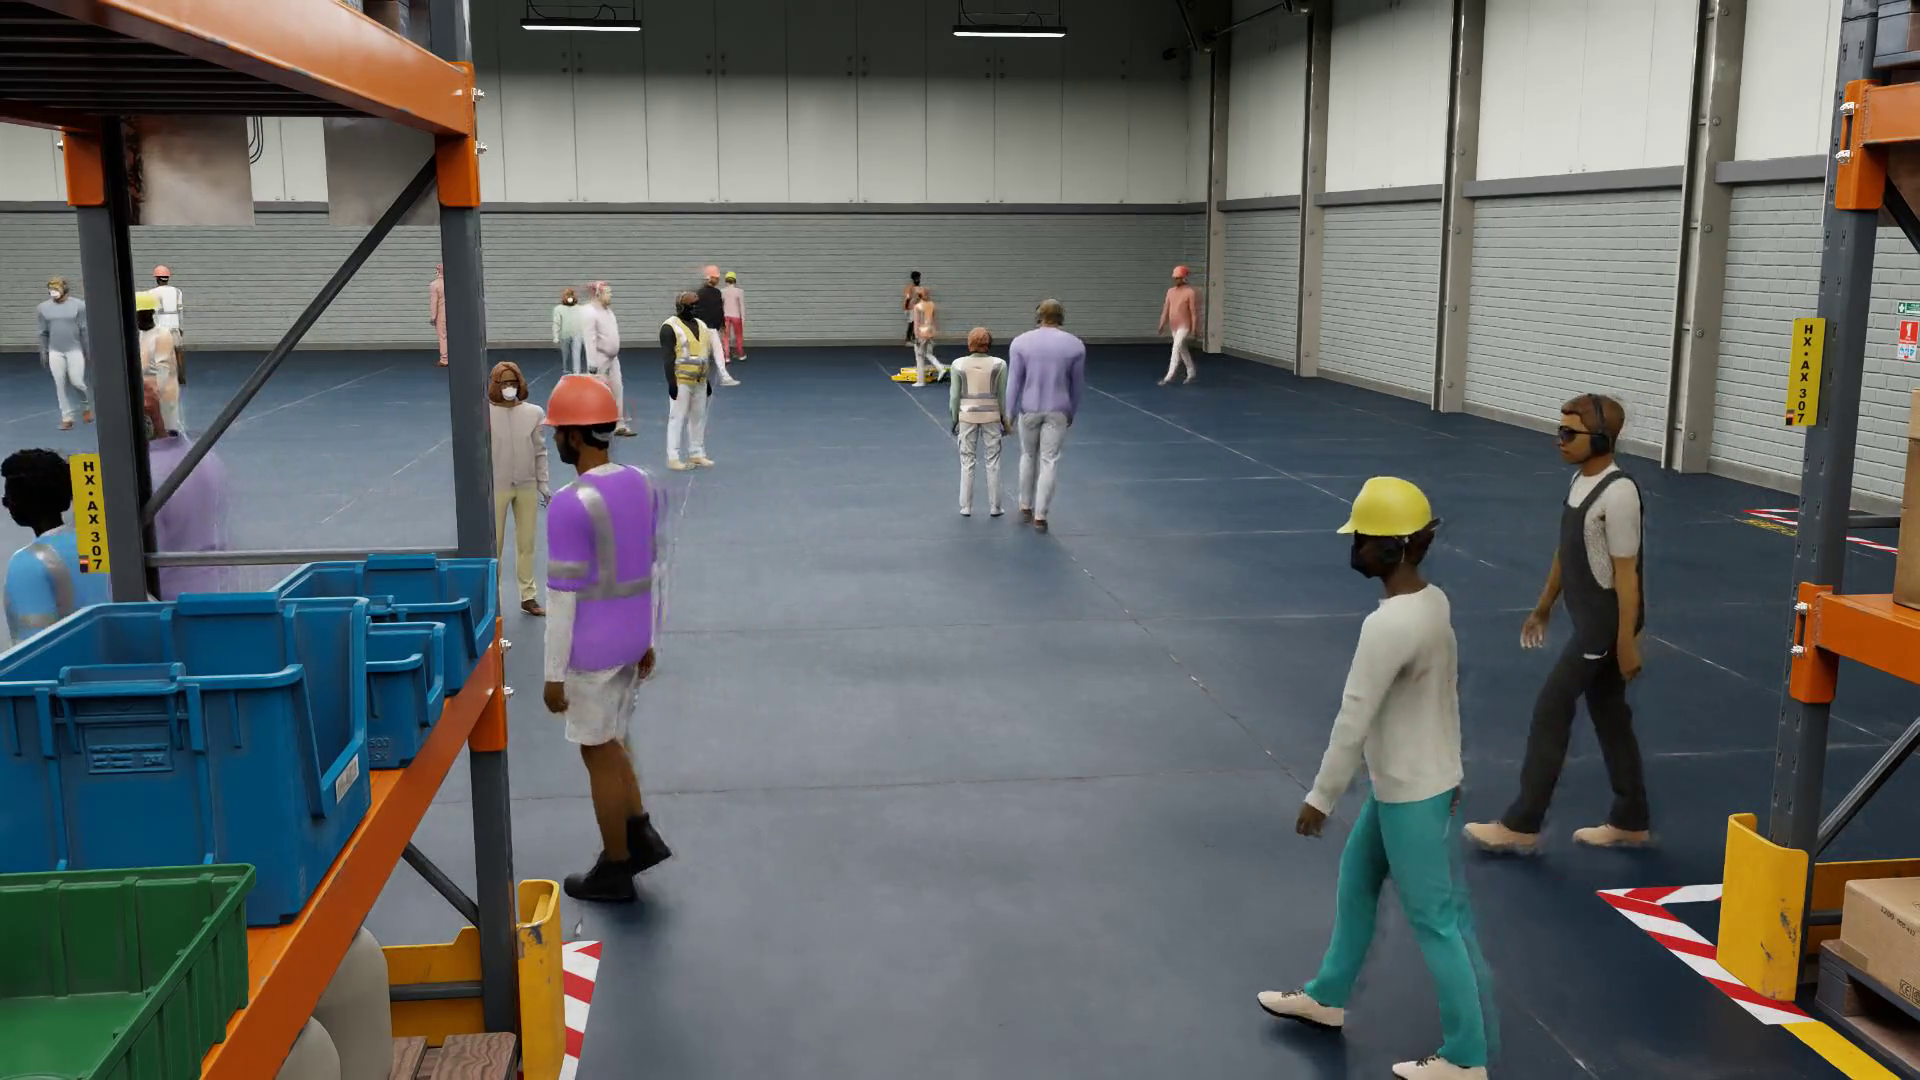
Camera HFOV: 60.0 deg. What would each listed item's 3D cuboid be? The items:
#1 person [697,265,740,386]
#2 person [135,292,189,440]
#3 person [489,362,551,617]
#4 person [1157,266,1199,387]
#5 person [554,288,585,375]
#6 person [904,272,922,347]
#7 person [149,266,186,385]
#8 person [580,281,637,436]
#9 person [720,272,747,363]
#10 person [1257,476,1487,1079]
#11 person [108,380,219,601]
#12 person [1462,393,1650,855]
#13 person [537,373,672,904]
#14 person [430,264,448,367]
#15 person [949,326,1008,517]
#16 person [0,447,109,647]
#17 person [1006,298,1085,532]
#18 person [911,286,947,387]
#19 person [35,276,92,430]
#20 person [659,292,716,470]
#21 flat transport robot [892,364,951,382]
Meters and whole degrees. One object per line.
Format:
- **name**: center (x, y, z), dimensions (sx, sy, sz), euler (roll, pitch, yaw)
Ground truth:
- **person**: center (-4.061, -3.481, 27.025), dimensions (1.009, 1.950, 0.630), euler (4, 11, 19)
- **person**: center (-7.541, -1.339, 15.405), dimensions (0.599, 1.888, 0.890), euler (7, 12, 34)
- **person**: center (-2.829, -0.310, 10.487), dimensions (0.503, 1.632, 0.274), euler (-7, 12, -32)
- **person**: center (3.568, -3.455, 26.914), dimensions (1.041, 1.946, 0.614), euler (-7, 13, -34)
- **person**: center (-6.281, -3.256, 26.787), dimensions (0.508, 1.597, 0.874), euler (-3, 11, -18)
- **person**: center (-0.981, -4.975, 36.004), dimensions (0.594, 1.656, 0.571), euler (6, 12, 28)
- **person**: center (-12.853, -3.460, 26.924), dimensions (0.366, 1.935, 0.552), euler (6, 12, 31)
- **person**: center (-4.358, -2.181, 20.045), dimensions (0.802, 1.883, 0.650), euler (3, 11, 17)
- **person**: center (-4.352, -4.266, 31.912), dimensions (0.549, 1.732, 0.801), euler (1, 10, 7)
- **person**: center (1.176, 0.688, 4.745), dimensions (0.818, 1.734, 0.539), euler (5, 12, 26)
- **person**: center (-3.073, 0.286, 6.585), dimensions (0.702, 1.868, 0.651), euler (1, 10, 3)
- **person**: center (2.346, 0.336, 6.468), dimensions (0.857, 1.811, 0.514), euler (2, 11, 10)
- **person**: center (-1.306, 0.371, 5.944), dimensions (0.400, 1.926, 0.566), euler (4, 11, 20)
- **person**: center (-9.595, -4.175, 30.929), dimensions (0.400, 1.910, 0.643), euler (7, 13, 35)
- **person**: center (0.169, -1.012, 14.324), dimensions (0.523, 1.638, 0.311), euler (1, 10, 3)
- **person**: center (-3.125, 0.519, 5.803), dimensions (0.369, 1.687, 0.539), euler (1, 10, 3)
- **person**: center (0.713, -1.054, 13.834), dimensions (0.642, 1.892, 0.937), euler (1, 10, 6)
- **person**: center (-0.519, -3.246, 26.601), dimensions (0.523, 1.618, 0.525), euler (8, 13, 38)
- **person**: center (-11.178, -2.335, 20.796), dimensions (0.645, 1.920, 0.488), euler (-1, 10, -8)
- **person**: center (-2.821, -1.649, 17.318), dimensions (0.437, 1.839, 0.655), euler (7, 13, 34)
- **flat transport robot**: center (-0.479, -2.814, 27.952), dimensions (0.652, 0.197, 1.431), euler (6, 12, 31)
